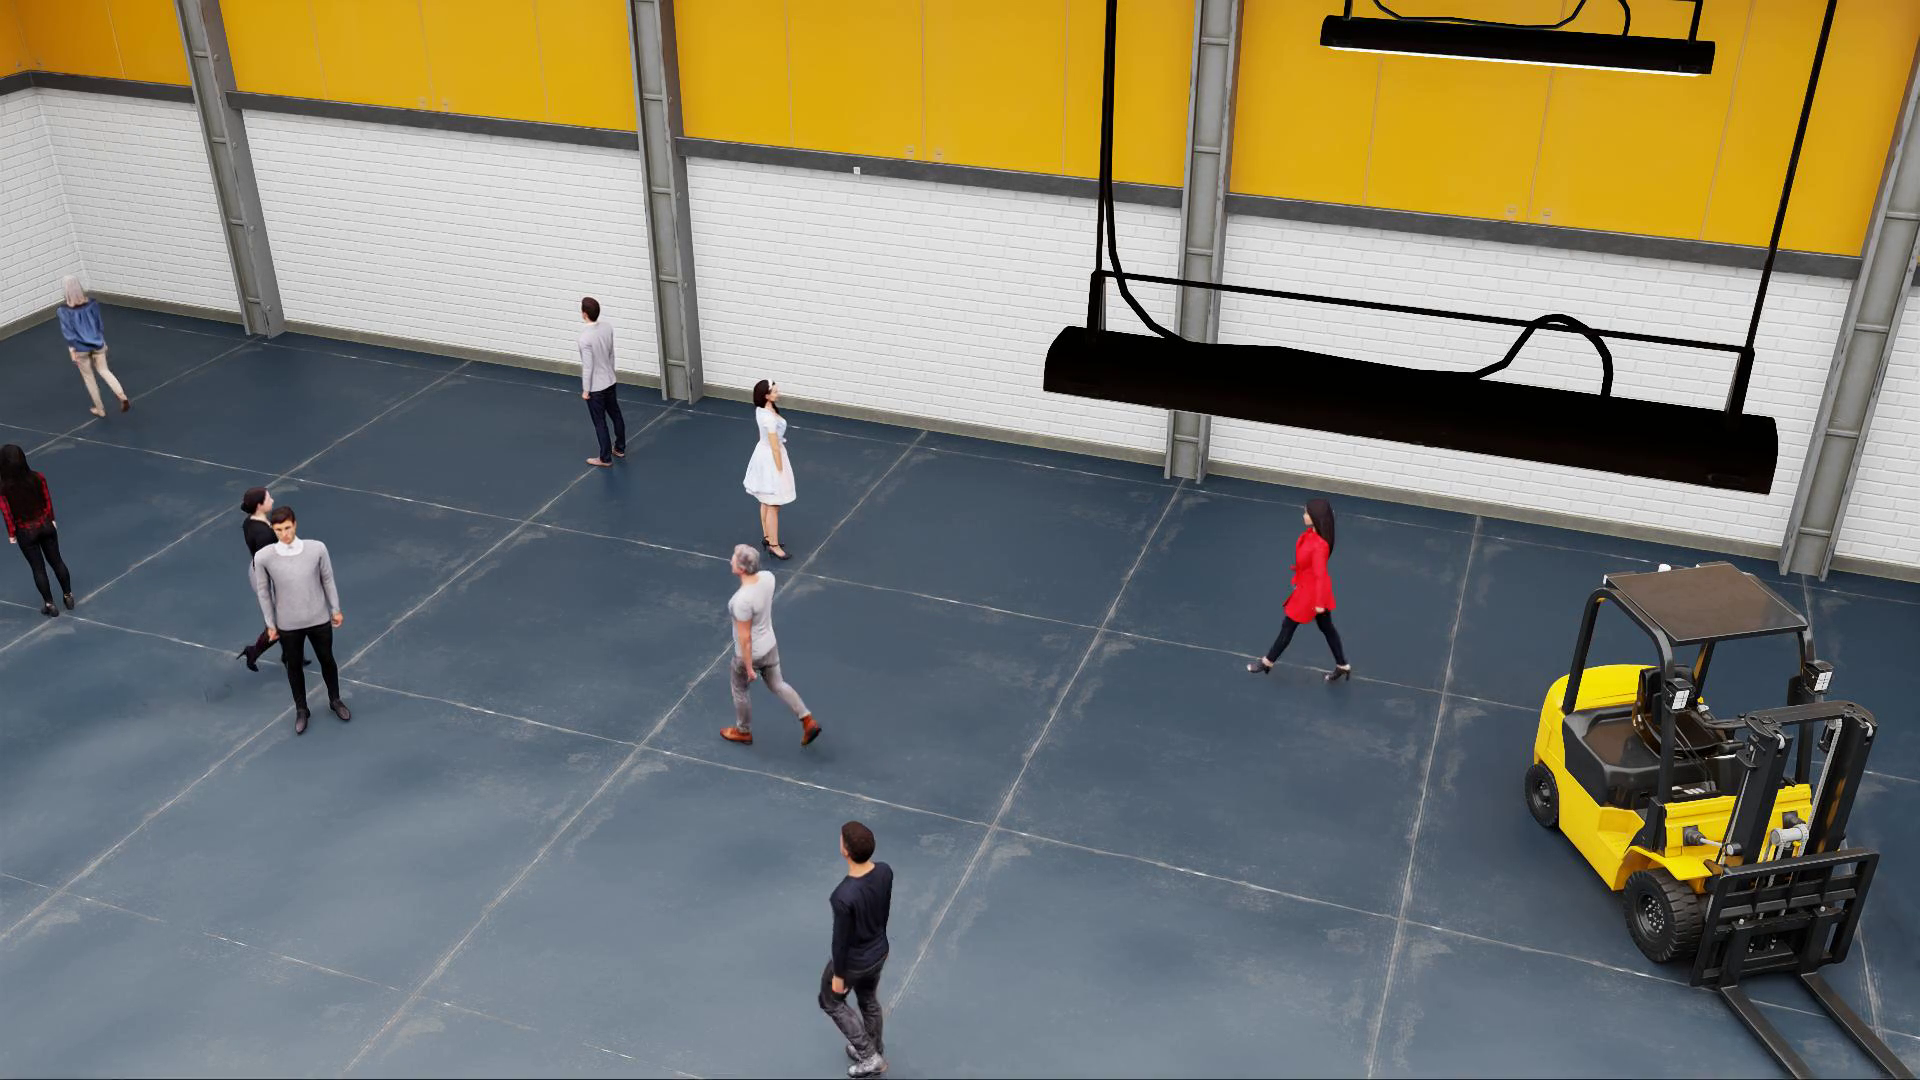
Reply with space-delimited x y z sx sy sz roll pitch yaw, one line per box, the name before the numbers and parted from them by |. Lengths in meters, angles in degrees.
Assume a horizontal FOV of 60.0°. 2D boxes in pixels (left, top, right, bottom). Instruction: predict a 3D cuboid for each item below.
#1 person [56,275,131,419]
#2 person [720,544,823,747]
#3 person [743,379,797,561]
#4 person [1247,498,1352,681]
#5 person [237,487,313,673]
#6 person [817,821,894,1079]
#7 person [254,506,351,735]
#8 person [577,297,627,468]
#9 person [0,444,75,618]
person | -9.668 -2.115 18.528 0.954 1.682 0.745 18 33 29
person | -1.501 0.866 12.932 1.150 1.807 0.776 14 31 23
person | -1.789 -0.677 15.749 0.909 1.819 0.856 -9 30 -17
person | 3.012 0.472 13.778 1.122 1.688 0.732 5 29 10
person | -5.810 0.395 13.861 0.981 1.744 0.947 -18 33 -29
person | -0.530 2.511 9.870 0.796 1.852 0.764 21 35 34
person | -5.261 0.595 13.307 0.831 1.923 0.894 -12 31 -21
person | -3.797 -1.677 17.547 0.615 1.852 0.697 13 31 23
person | -8.252 -0.091 14.843 0.603 1.657 0.642 20 34 32
